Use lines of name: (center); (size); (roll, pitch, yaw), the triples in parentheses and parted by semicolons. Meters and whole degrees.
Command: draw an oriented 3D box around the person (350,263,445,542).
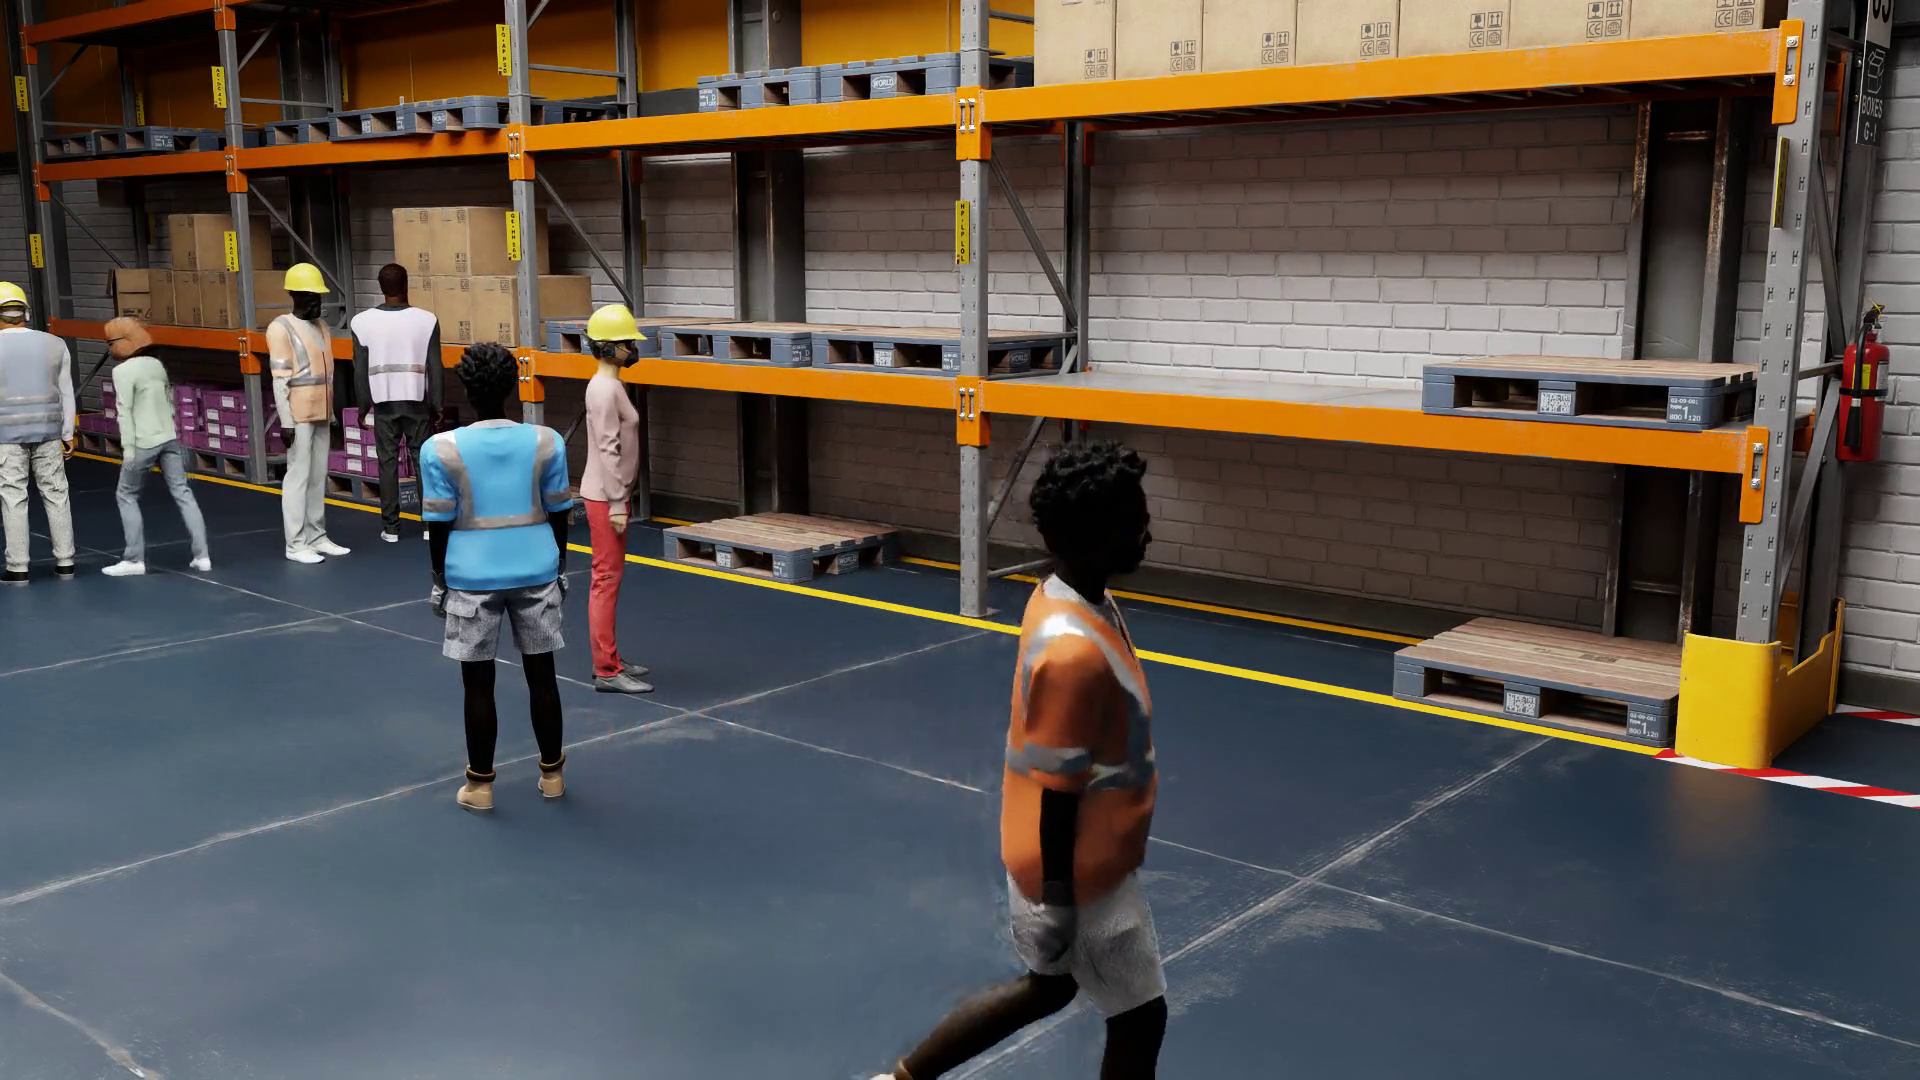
person: (-3.864, -0.940, 11.485); (0.590, 1.916, 0.386); (-3, 10, -16)

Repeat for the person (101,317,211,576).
person: (-5.011, -0.573, 10.297); (0.588, 1.599, 0.529); (1, 10, 8)

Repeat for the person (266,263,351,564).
person: (-4.205, -0.819, 10.766); (0.381, 1.924, 0.594); (2, 10, 10)

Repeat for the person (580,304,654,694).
person: (-1.578, -0.188, 7.630); (0.319, 1.769, 0.523); (-2, 10, -11)

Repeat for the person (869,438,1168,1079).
person: (0.155, 0.617, 3.329); (0.736, 1.666, 0.526); (0, 10, -1)

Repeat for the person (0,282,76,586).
person: (-5.636, -0.633, 10.006); (0.403, 1.823, 0.586); (9, 14, 43)

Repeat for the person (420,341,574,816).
person: (-1.645, 0.140, 5.958); (0.534, 1.698, 0.318); (-5, 11, -28)
